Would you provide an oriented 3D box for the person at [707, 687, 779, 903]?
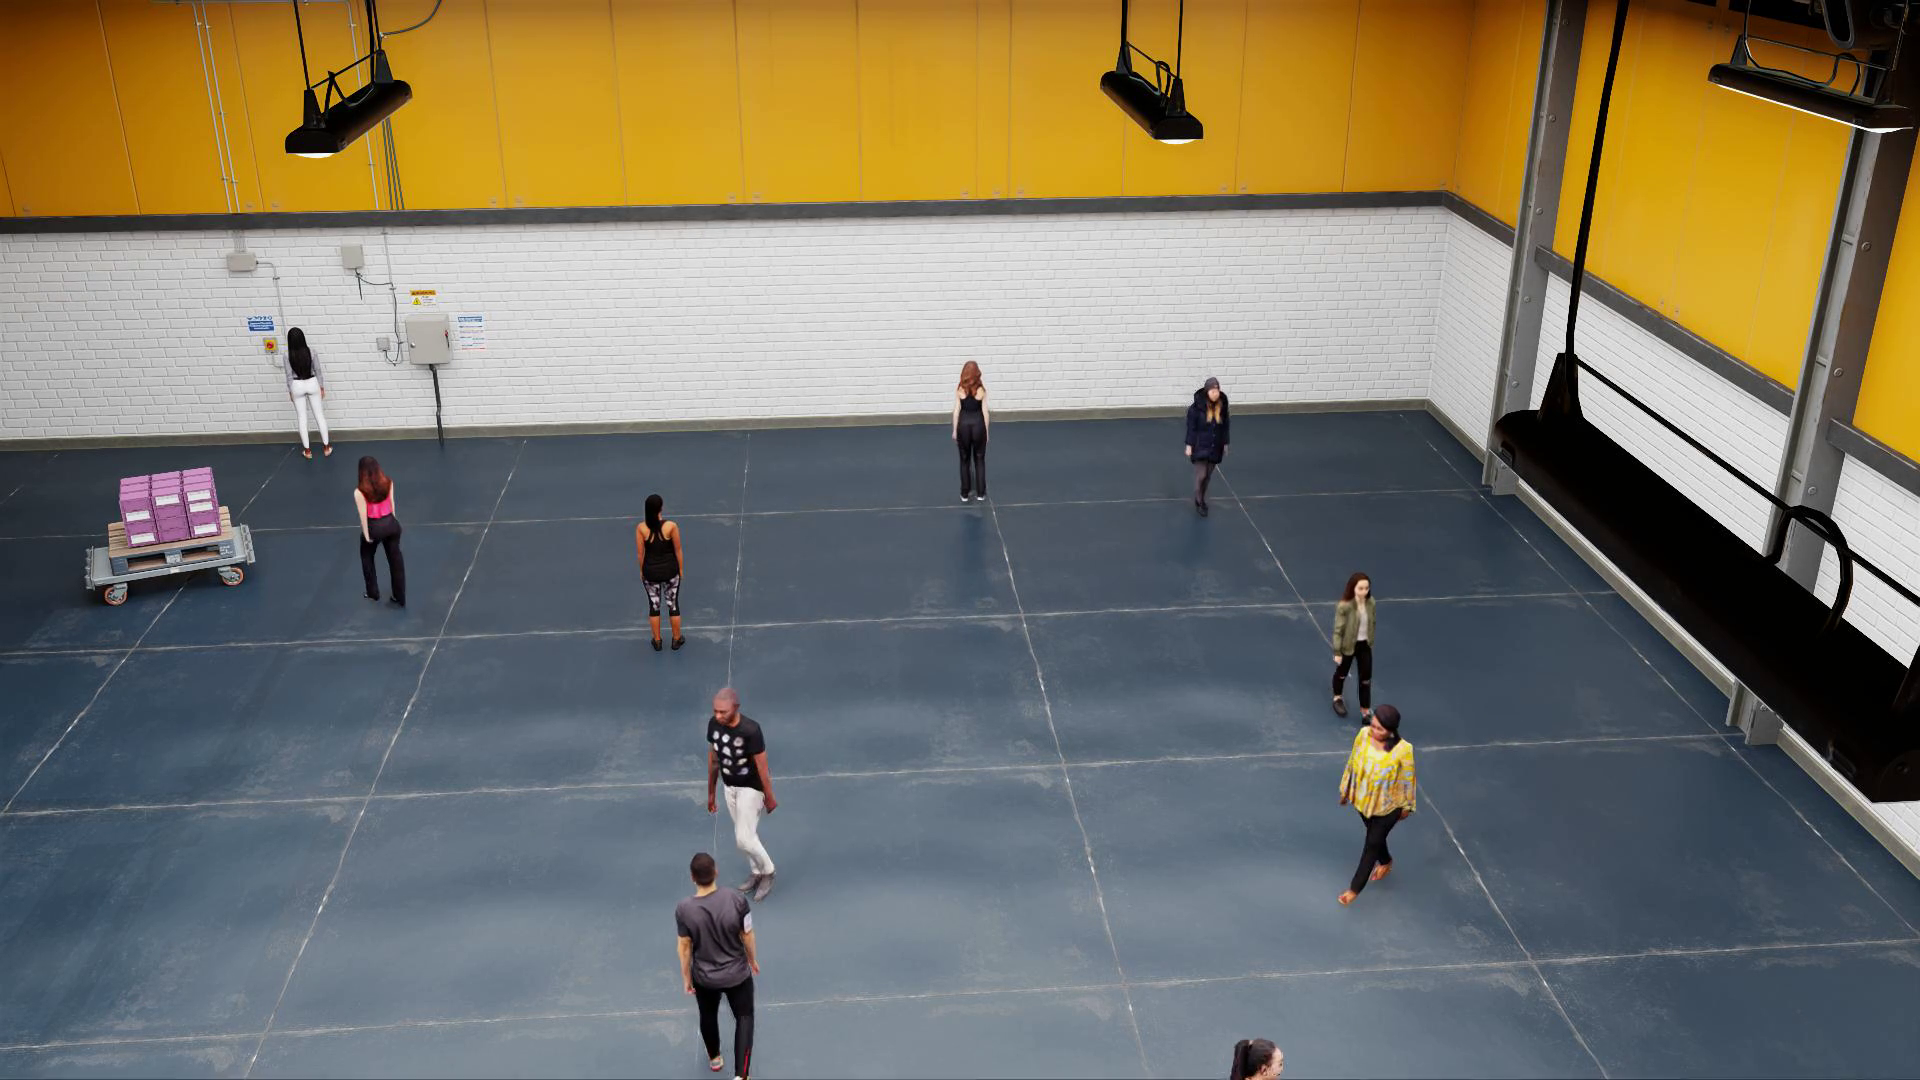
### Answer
[{"bbox_3d":[-1.581,1.861,12.636,0.822,1.780,0.869,14,27,29],"label":"person"}]

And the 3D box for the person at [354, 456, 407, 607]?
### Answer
[{"bbox_3d":[-5.952,-0.068,17.222,0.811,1.641,0.885,-21,31,-39],"label":"person"}]

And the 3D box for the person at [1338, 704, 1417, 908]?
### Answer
[{"bbox_3d":[3.216,1.961,12.615,1.116,1.612,1.106,-20,30,-38],"label":"person"}]

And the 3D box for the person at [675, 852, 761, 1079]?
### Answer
[{"bbox_3d":[-1.513,2.784,10.566,0.657,1.746,0.981,-3,24,-7],"label":"person"}]

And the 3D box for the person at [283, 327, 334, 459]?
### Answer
[{"bbox_3d":[-8.384,-1.906,21.321,0.656,1.725,0.640,-11,26,-23],"label":"person"}]

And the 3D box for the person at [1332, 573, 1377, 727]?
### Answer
[{"bbox_3d":[3.545,0.946,15.137,0.704,1.452,0.913,-6,24,-14],"label":"person"}]

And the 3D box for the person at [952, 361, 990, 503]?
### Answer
[{"bbox_3d":[0.125,-1.298,19.903,0.603,1.747,0.567,0,24,0],"label":"person"}]

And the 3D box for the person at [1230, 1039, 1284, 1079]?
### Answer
[{"bbox_3d":[1.527,3.473,9.128,0.763,1.634,0.606,13,27,27],"label":"person"}]

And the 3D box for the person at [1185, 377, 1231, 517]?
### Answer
[{"bbox_3d":[2.884,-1.137,19.650,0.727,1.655,0.780,-6,24,-12],"label":"person"}]

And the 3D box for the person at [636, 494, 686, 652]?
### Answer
[{"bbox_3d":[-2.942,0.302,16.351,0.574,1.660,0.501,-3,24,-6],"label":"person"}]
